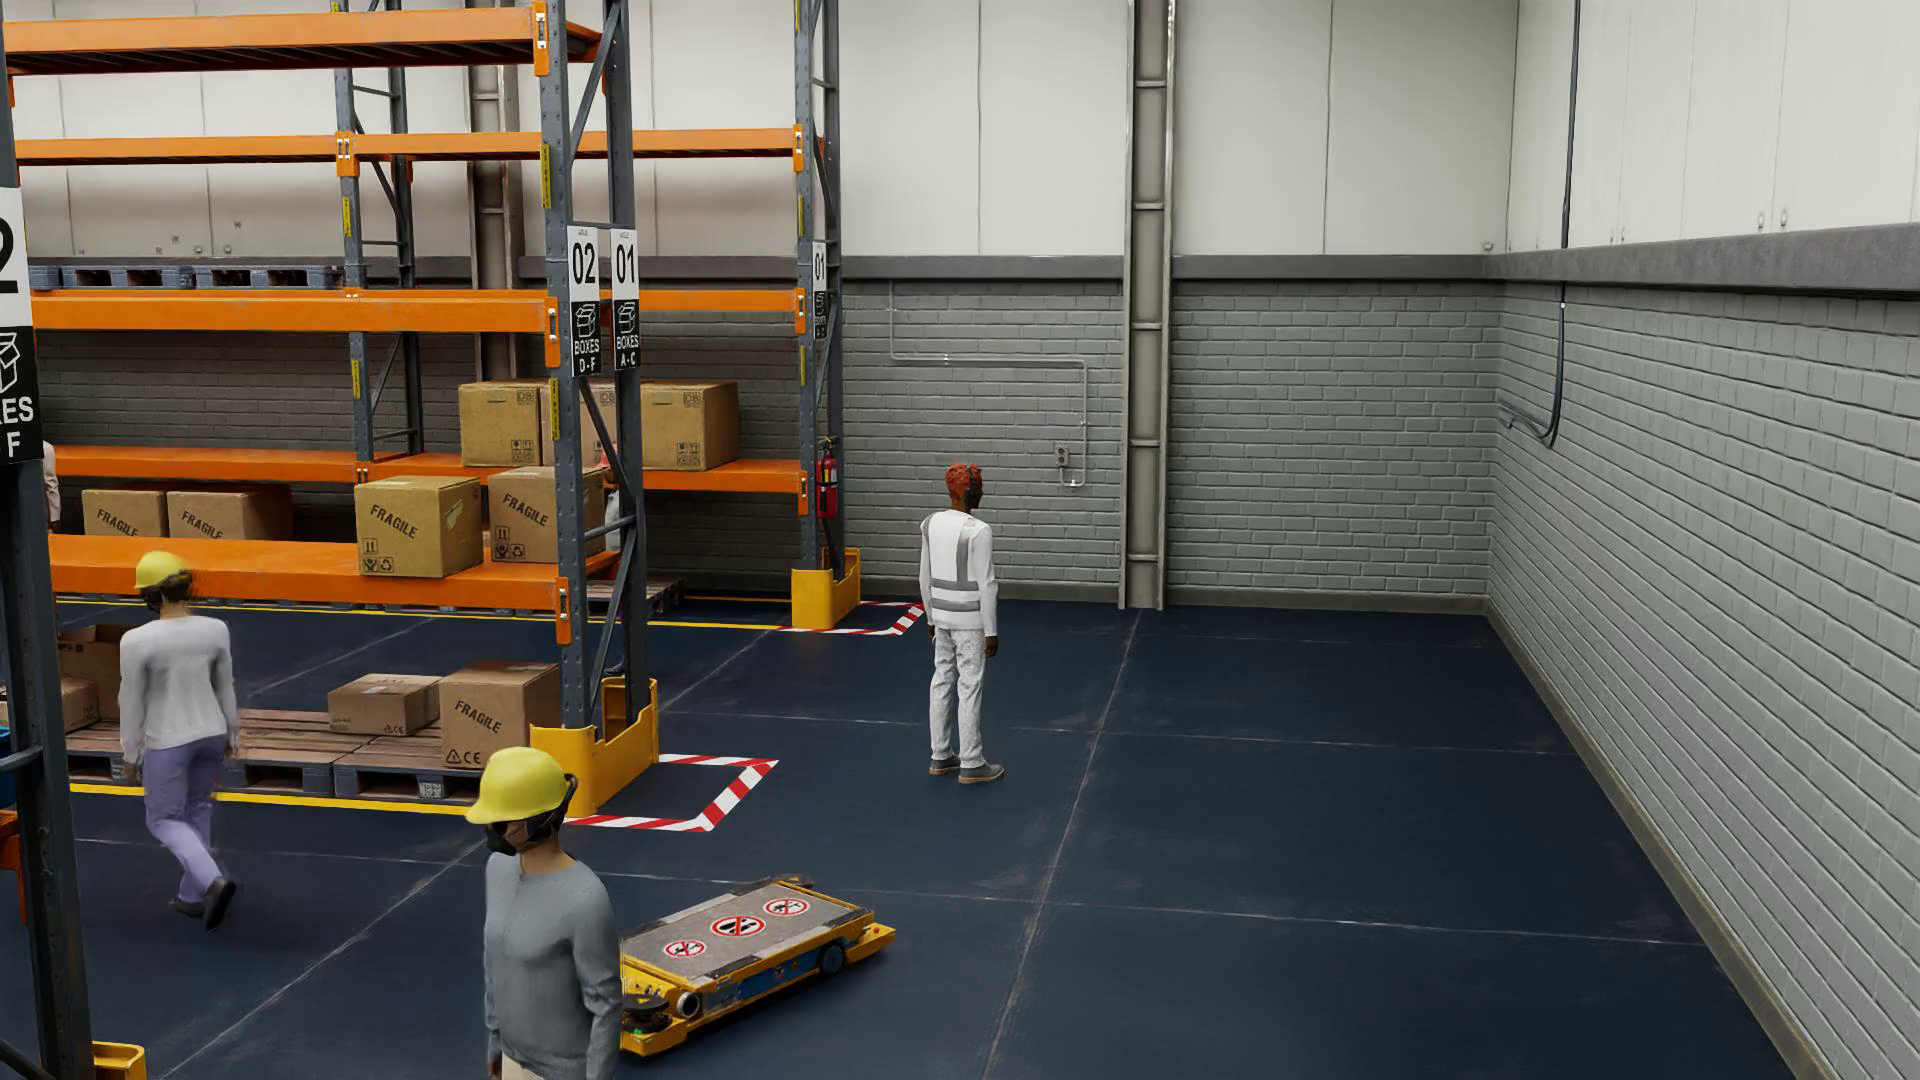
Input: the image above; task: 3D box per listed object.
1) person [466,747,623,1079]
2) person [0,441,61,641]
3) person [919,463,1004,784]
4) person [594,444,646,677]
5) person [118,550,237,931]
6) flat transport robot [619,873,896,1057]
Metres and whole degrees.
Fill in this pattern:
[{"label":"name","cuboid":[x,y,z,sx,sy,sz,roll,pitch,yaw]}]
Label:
[{"label":"person","cuboid":[-1.111,1.402,4.451,0.527,1.763,0.333,8,12,41]},{"label":"person","cuboid":[-7.637,-0.167,13.489,0.624,1.990,0.402,-3,10,-18]},{"label":"person","cuboid":[0.010,0.483,9.773,0.342,1.882,0.587,-8,12,-42]},{"label":"person","cuboid":[-2.466,0.170,12.117,0.342,1.749,0.573,-3,10,-20]},{"label":"person","cuboid":[-3.485,0.920,7.540,0.621,1.737,0.540,6,11,34]},{"label":"flat transport robot","cuboid":[-0.985,1.737,6.982,0.652,0.197,1.431,7,12,39]}]
